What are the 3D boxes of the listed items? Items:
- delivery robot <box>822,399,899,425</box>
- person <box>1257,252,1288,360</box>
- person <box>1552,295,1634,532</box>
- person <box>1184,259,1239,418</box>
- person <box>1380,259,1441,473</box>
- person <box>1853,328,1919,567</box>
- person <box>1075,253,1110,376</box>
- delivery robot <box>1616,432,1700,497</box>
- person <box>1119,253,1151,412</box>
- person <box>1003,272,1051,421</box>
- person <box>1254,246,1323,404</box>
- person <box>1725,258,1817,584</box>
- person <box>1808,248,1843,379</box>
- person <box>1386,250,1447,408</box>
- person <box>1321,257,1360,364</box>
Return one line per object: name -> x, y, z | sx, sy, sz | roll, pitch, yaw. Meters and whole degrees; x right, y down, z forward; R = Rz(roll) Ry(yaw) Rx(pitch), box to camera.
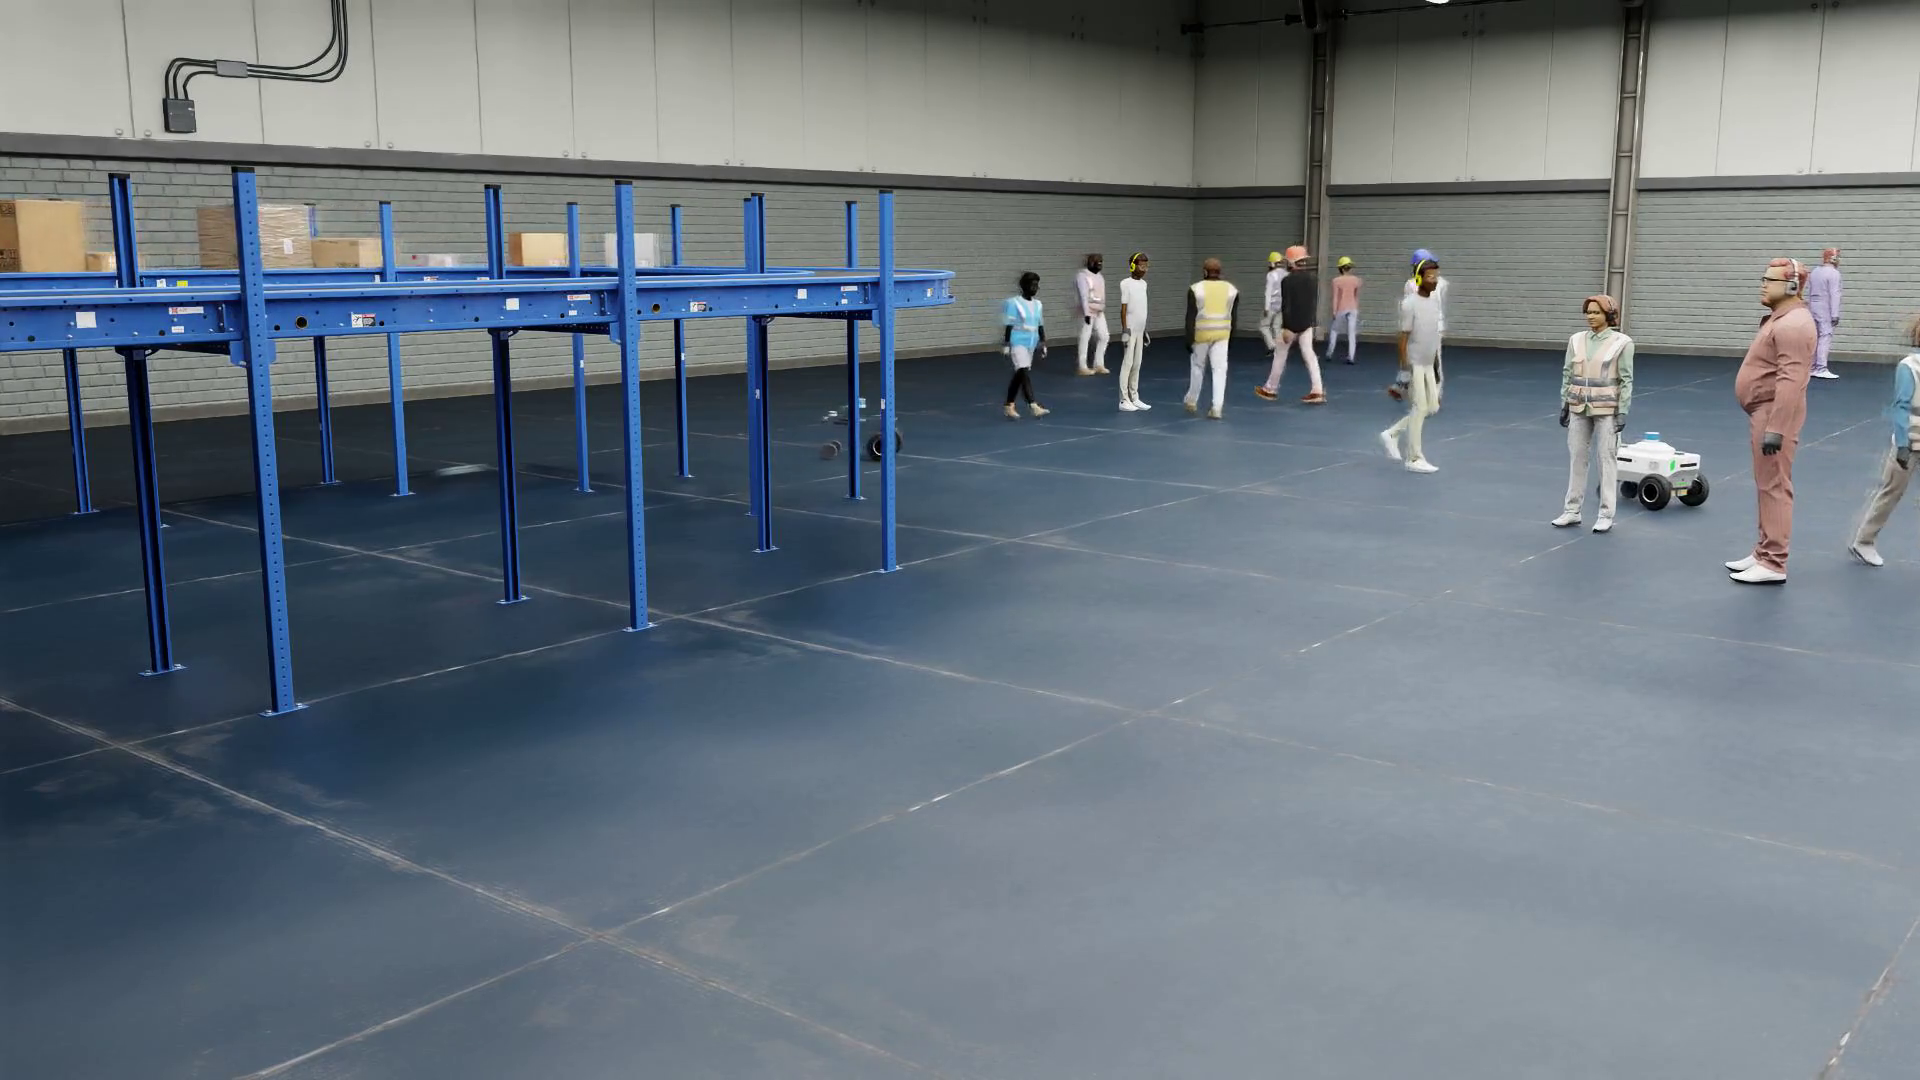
delivery robot -> -0.930, -1.204, 15.523 | 0.698, 0.223, 0.335 | 1, 10, 6
person -> 5.290, -3.948, 28.087 | 0.441, 1.817, 0.629 | 9, 14, 41
person -> 4.439, -0.889, 11.636 | 0.307, 1.640, 0.521 | -8, 13, -38
person -> 2.878, -2.329, 19.190 | 0.652, 1.788, 0.953 | -1, 10, -7
person -> 4.006, -1.540, 14.647 | 0.533, 1.855, 0.554 | -9, 14, -41
person -> 5.812, -0.580, 10.062 | 0.527, 1.597, 0.875 | -2, 10, -12
person -> 2.006, -3.375, 24.911 | 0.584, 1.820, 0.624 | 9, 14, 41
delivery robot -> 5.331, -0.590, 12.842 | 0.477, 0.478, 0.707 | -5, 11, -26
person -> 2.092, -2.477, 19.816 | 0.329, 1.865, 0.508 | 8, 13, 37
person -> 0.786, -2.154, 18.579 | 0.862, 1.648, 0.543 | 10, 14, 43
person -> 4.165, -2.681, 20.732 | 0.642, 1.939, 1.052 | -8, 13, -37
person -> 4.809, -0.707, 9.870 | 0.410, 1.913, 0.651 | 4, 11, 22
person -> 12.728, -3.331, 24.435 | 0.402, 1.904, 0.652 | -1, 10, -3
person -> 5.614, -2.582, 20.312 | 0.600, 1.883, 1.008 | -3, 11, -14
person -> 6.298, -3.782, 27.423 | 0.529, 1.734, 0.844 | -2, 10, -13
